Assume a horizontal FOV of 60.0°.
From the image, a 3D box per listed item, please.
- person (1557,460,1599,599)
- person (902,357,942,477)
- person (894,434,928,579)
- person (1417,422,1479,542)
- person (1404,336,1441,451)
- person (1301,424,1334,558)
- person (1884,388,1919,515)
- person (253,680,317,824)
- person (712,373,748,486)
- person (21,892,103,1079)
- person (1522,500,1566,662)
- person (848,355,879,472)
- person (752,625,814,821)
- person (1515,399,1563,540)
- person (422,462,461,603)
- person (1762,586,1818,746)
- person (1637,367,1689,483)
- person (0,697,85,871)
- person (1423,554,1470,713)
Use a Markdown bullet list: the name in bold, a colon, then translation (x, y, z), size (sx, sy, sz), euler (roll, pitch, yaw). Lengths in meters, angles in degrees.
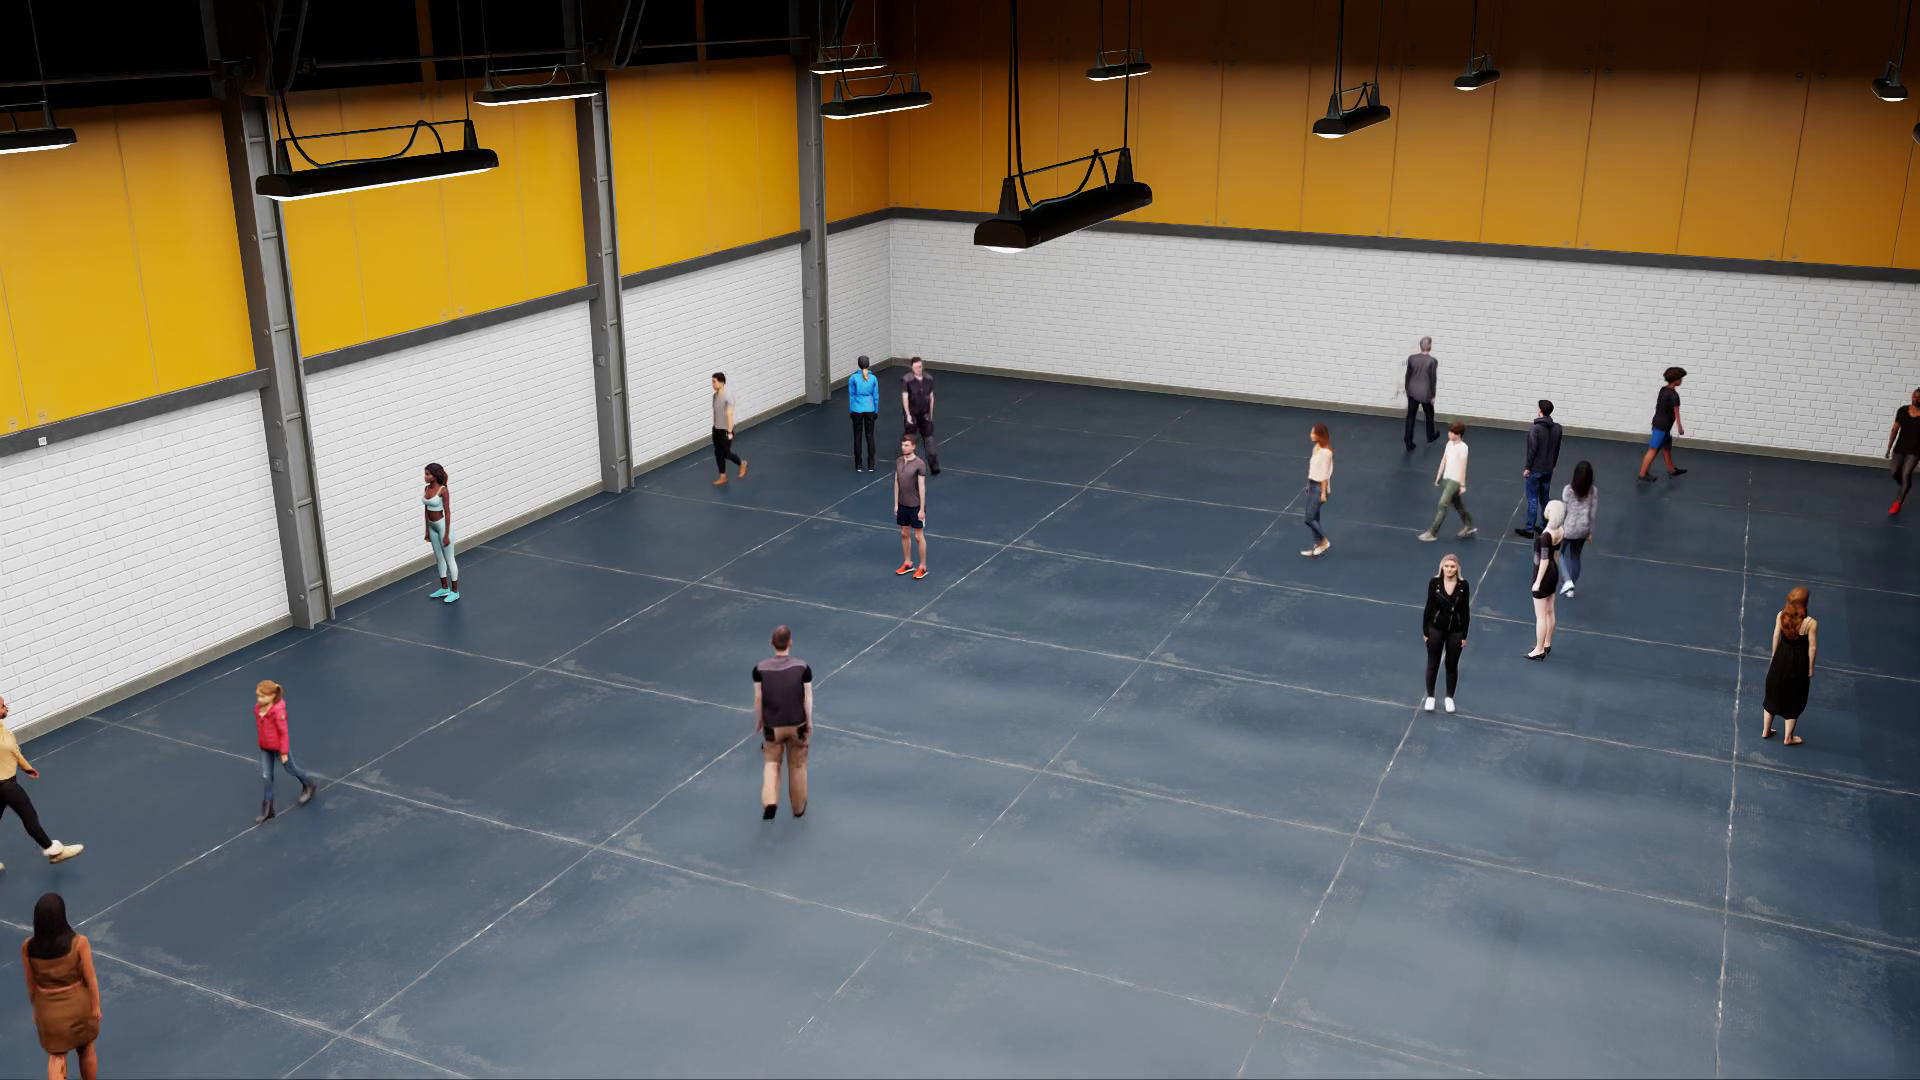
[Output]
- **person**: translation (7.423, -0.093, 20.037), size (0.785, 1.718, 0.856), euler (0, 19, -1)
- **person**: translation (-0.696, -1.883, 25.231), size (1.172, 1.797, 1.229), euler (-7, 20, -21)
- **person**: translation (-0.604, -0.439, 20.863), size (0.681, 1.848, 0.619), euler (14, 23, 35)
- **person**: translation (6.654, -0.766, 22.203), size (1.120, 1.611, 1.116), euler (-5, 19, -15)
- **person**: translation (7.301, -2.312, 26.484), size (0.912, 1.809, 1.163), euler (14, 23, 36)
- **person**: translation (4.725, -0.633, 21.539), size (0.800, 1.784, 0.709), euler (-2, 19, -6)
- **person**: translation (13.399, -1.270, 23.426), size (1.062, 1.786, 0.912), euler (-15, 24, -38)
- **person**: translation (-6.092, 1.849, 14.949), size (0.528, 1.286, 0.928), euler (8, 20, 22)
- **person**: translation (-3.447, -1.657, 24.702), size (0.757, 1.706, 0.901), euler (17, 25, 41)
- **person**: translation (-5.770, 3.076, 10.696), size (0.878, 1.675, 0.962), euler (-5, 19, -14)
- **person**: translation (6.457, 0.433, 18.301), size (0.693, 1.829, 0.543), euler (17, 25, 41)
- **person**: translation (-1.475, -1.940, 25.397), size (0.689, 1.798, 0.701), euler (-2, 19, -6)
- **person**: translation (-1.559, 1.656, 14.676), size (0.875, 1.826, 0.993), euler (0, 19, 1)
- **person**: translation (7.794, -0.959, 22.338), size (0.737, 1.893, 0.818), euler (-8, 20, -23)
- **person**: translation (-6.268, -0.105, 20.065), size (0.598, 1.724, 0.580), euler (12, 22, 33)
- **person**: translation (8.138, 1.213, 16.305), size (0.699, 1.625, 0.661), euler (-14, 23, -37)
- **person**: translation (10.356, -1.690, 24.717), size (0.933, 1.759, 1.044), euler (0, 19, -1)
- **person**: translation (-8.056, 2.046, 13.846), size (1.152, 1.617, 1.033), euler (-8, 20, -23)
- **person**: translation (4.968, 0.942, 17.019), size (0.644, 1.683, 0.591), euler (5, 19, 14)
